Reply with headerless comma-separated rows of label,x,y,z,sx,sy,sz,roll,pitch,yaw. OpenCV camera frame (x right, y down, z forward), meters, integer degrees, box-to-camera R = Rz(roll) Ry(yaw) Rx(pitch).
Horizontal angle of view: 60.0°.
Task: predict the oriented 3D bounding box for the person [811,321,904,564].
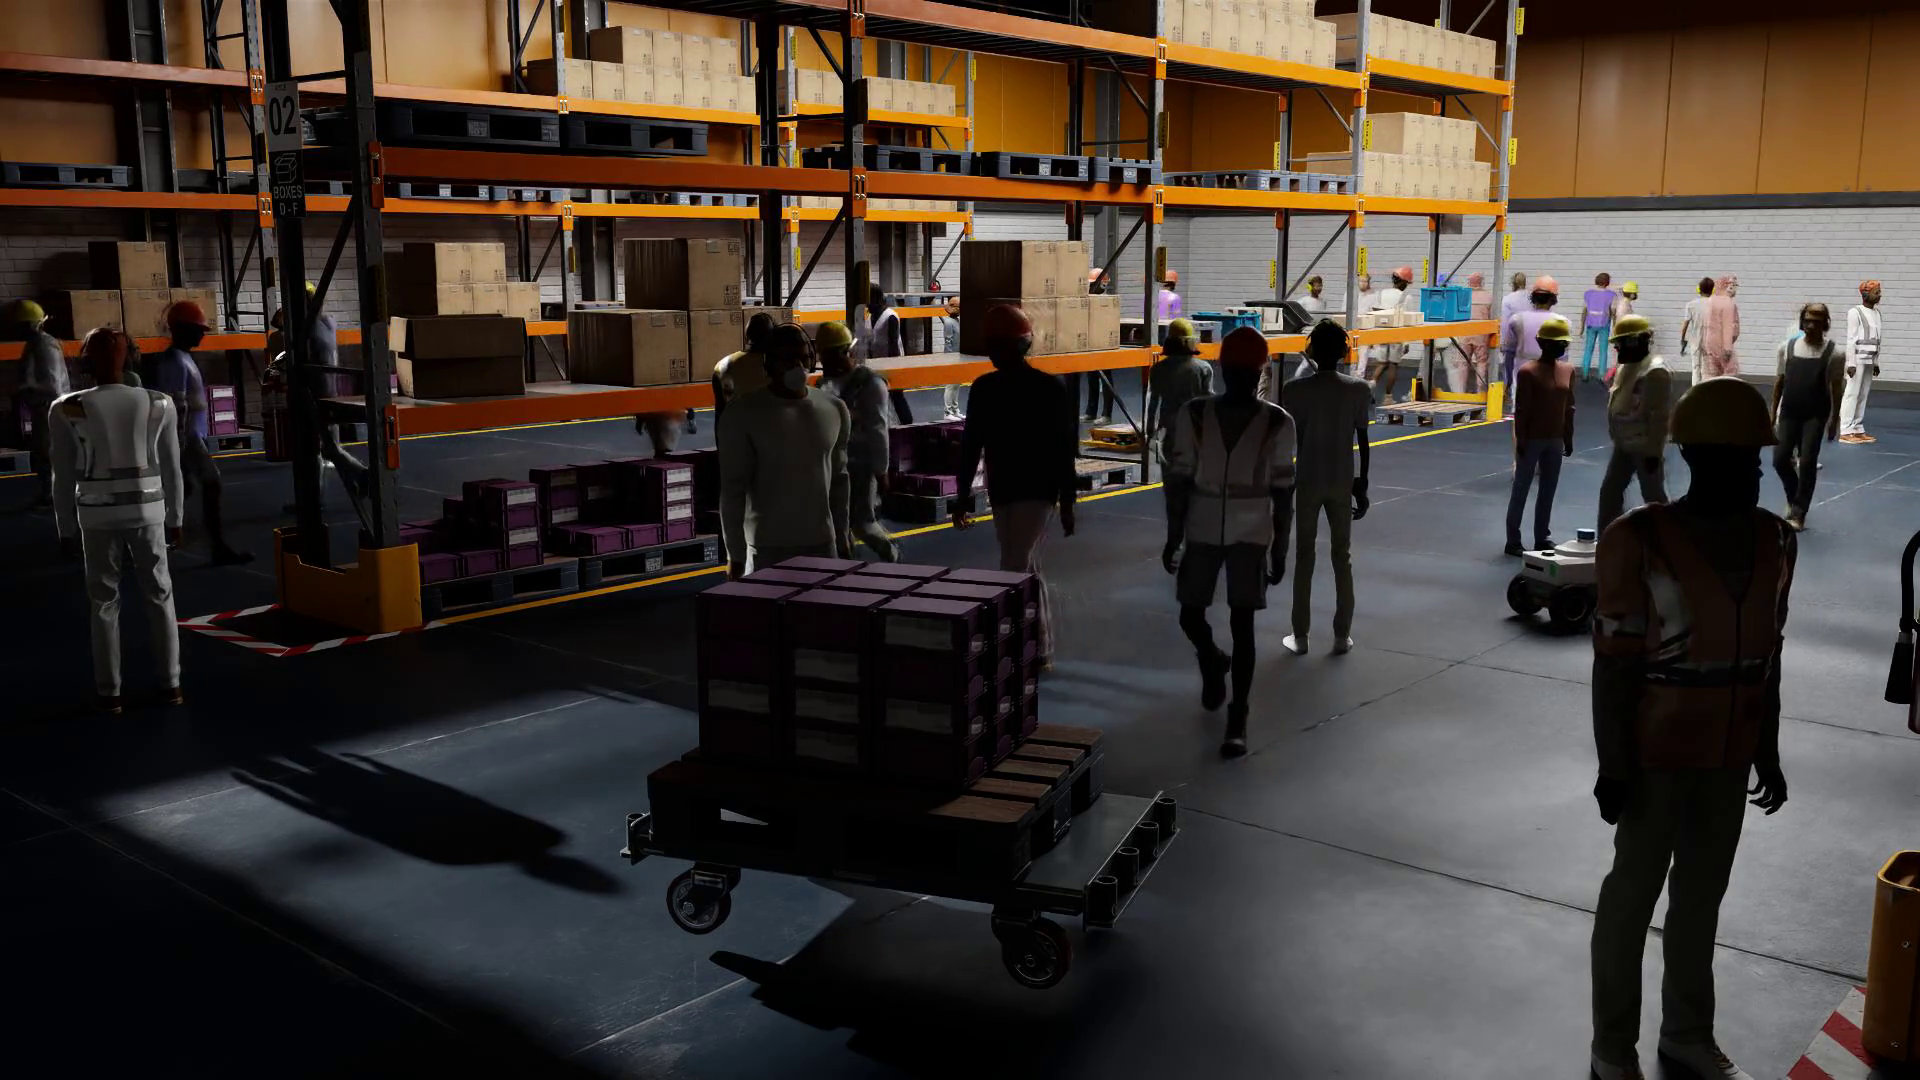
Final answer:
person,-0.651,-0.476,10.479,0.612,1.808,0.545,7,12,36

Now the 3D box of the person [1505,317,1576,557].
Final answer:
person,4.275,-0.742,12.151,0.523,1.759,0.351,-4,11,-23

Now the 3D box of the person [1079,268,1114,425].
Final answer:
person,1.769,-2.471,21.303,0.384,1.996,0.610,-7,12,-35

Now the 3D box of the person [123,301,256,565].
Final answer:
person,-5.542,-0.734,11.726,0.850,1.902,0.533,-6,11,-29

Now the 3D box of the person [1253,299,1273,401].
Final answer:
person,3.664,-2.102,20.239,0.311,1.635,0.513,-6,12,-30

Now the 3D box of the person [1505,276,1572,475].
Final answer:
person,5.618,-1.568,16.226,0.611,1.995,1.055,4,11,24

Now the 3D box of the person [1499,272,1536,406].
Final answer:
person,8.038,-2.853,23.740,0.776,1.899,0.327,-1,10,-8

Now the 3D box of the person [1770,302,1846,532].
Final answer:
person,6.763,-0.985,13.315,0.537,1.833,0.484,9,13,42

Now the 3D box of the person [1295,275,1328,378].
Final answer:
person,5.285,-3.022,24.912,0.562,1.885,0.566,-5,11,-24

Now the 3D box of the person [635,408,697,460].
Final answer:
person,-2.520,-1.041,14.126,0.539,1.653,0.890,5,11,29

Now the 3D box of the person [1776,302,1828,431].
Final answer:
person,10.590,-2.191,20.863,0.522,1.590,0.873,-1,10,-6

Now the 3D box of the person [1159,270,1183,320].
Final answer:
person,3.222,-3.191,25.636,0.718,1.908,0.568,-10,14,-44

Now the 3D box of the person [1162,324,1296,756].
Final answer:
person,1.233,-0.030,7.612,0.584,1.925,0.671,3,10,17

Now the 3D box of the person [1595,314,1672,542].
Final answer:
person,4.709,-0.672,11.654,0.566,1.800,0.628,-1,10,-8

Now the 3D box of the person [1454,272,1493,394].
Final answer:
person,7.622,-3.011,24.638,0.652,1.906,0.402,5,11,27

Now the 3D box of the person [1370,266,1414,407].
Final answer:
person,6.067,-2.859,23.505,0.578,1.997,0.678,-9,14,-42

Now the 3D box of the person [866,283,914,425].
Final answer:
person,-0.904,-1.969,18.857,0.560,1.870,0.768,-6,12,-31

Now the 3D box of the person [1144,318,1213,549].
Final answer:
person,1.643,-0.821,12.661,0.507,1.717,0.711,-1,10,-4

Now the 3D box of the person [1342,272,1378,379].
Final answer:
person,6.635,-3.502,27.526,0.649,1.879,0.879,4,11,22

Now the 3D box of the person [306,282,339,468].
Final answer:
person,-6.663,-1.695,17.116,0.588,1.919,0.402,4,11,21

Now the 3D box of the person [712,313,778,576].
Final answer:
person,-1.298,-0.567,10.932,0.629,1.837,0.429,1,10,7

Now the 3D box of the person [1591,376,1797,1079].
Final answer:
person,1.926,0.535,4.376,0.588,1.930,0.363,-3,10,-18

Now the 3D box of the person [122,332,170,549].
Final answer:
person,-6.189,-0.726,12.408,0.497,1.630,0.283,7,12,36

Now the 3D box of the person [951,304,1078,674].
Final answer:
person,0.229,-0.208,8.495,0.821,1.959,0.620,-9,14,-43

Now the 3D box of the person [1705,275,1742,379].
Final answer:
person,10.259,-2.604,22.346,0.426,1.890,0.680,1,10,3

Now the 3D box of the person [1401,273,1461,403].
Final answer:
person,6.832,-2.856,23.802,0.629,1.894,0.976,-6,11,-30

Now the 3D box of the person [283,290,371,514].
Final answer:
person,-5.432,-1.184,14.203,0.704,1.923,0.643,-4,11,-23

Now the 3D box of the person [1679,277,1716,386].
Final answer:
person,10.341,-2.731,23.222,0.554,1.838,0.859,3,10,15

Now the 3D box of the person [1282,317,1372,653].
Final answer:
person,2.023,-0.295,9.262,0.513,1.876,0.328,0,10,2

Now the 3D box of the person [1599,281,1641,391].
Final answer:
person,10.099,-3.062,25.349,0.473,1.749,0.547,4,11,23

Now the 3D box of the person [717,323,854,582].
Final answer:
person,-0.743,0.028,7.238,0.635,1.937,0.352,-7,12,-33

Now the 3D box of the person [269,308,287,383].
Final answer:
person,-7.238,-1.684,17.884,0.498,1.626,0.284,8,13,39

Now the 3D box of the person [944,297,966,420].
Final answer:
person,-0.065,-2.370,21.795,0.298,1.622,0.506,3,10,18

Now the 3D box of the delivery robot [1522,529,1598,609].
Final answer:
delivery robot,3.780,0.176,10.069,0.707,0.478,0.477,-3,10,-16

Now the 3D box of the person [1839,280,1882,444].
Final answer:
person,10.464,-2.057,19.269,0.577,1.883,0.353,-7,12,-34

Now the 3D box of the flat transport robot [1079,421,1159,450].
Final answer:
flat transport robot,2.036,-1.200,18.975,0.652,0.197,1.431,8,13,40

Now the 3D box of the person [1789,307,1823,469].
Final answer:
person,8.683,-1.576,17.070,0.319,1.693,0.532,-1,10,-4

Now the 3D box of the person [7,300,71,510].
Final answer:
person,-7.823,-1.161,14.355,0.580,1.819,0.601,-8,13,-40

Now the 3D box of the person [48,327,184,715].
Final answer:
person,-4.078,-0.090,8.092,0.578,1.879,0.348,-7,12,-36

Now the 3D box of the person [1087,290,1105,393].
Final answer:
person,2.156,-3.160,25.892,0.329,1.765,0.526,-1,10,-7

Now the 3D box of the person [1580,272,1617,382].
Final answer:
person,10.731,-3.566,27.974,0.580,1.849,0.400,7,12,36
